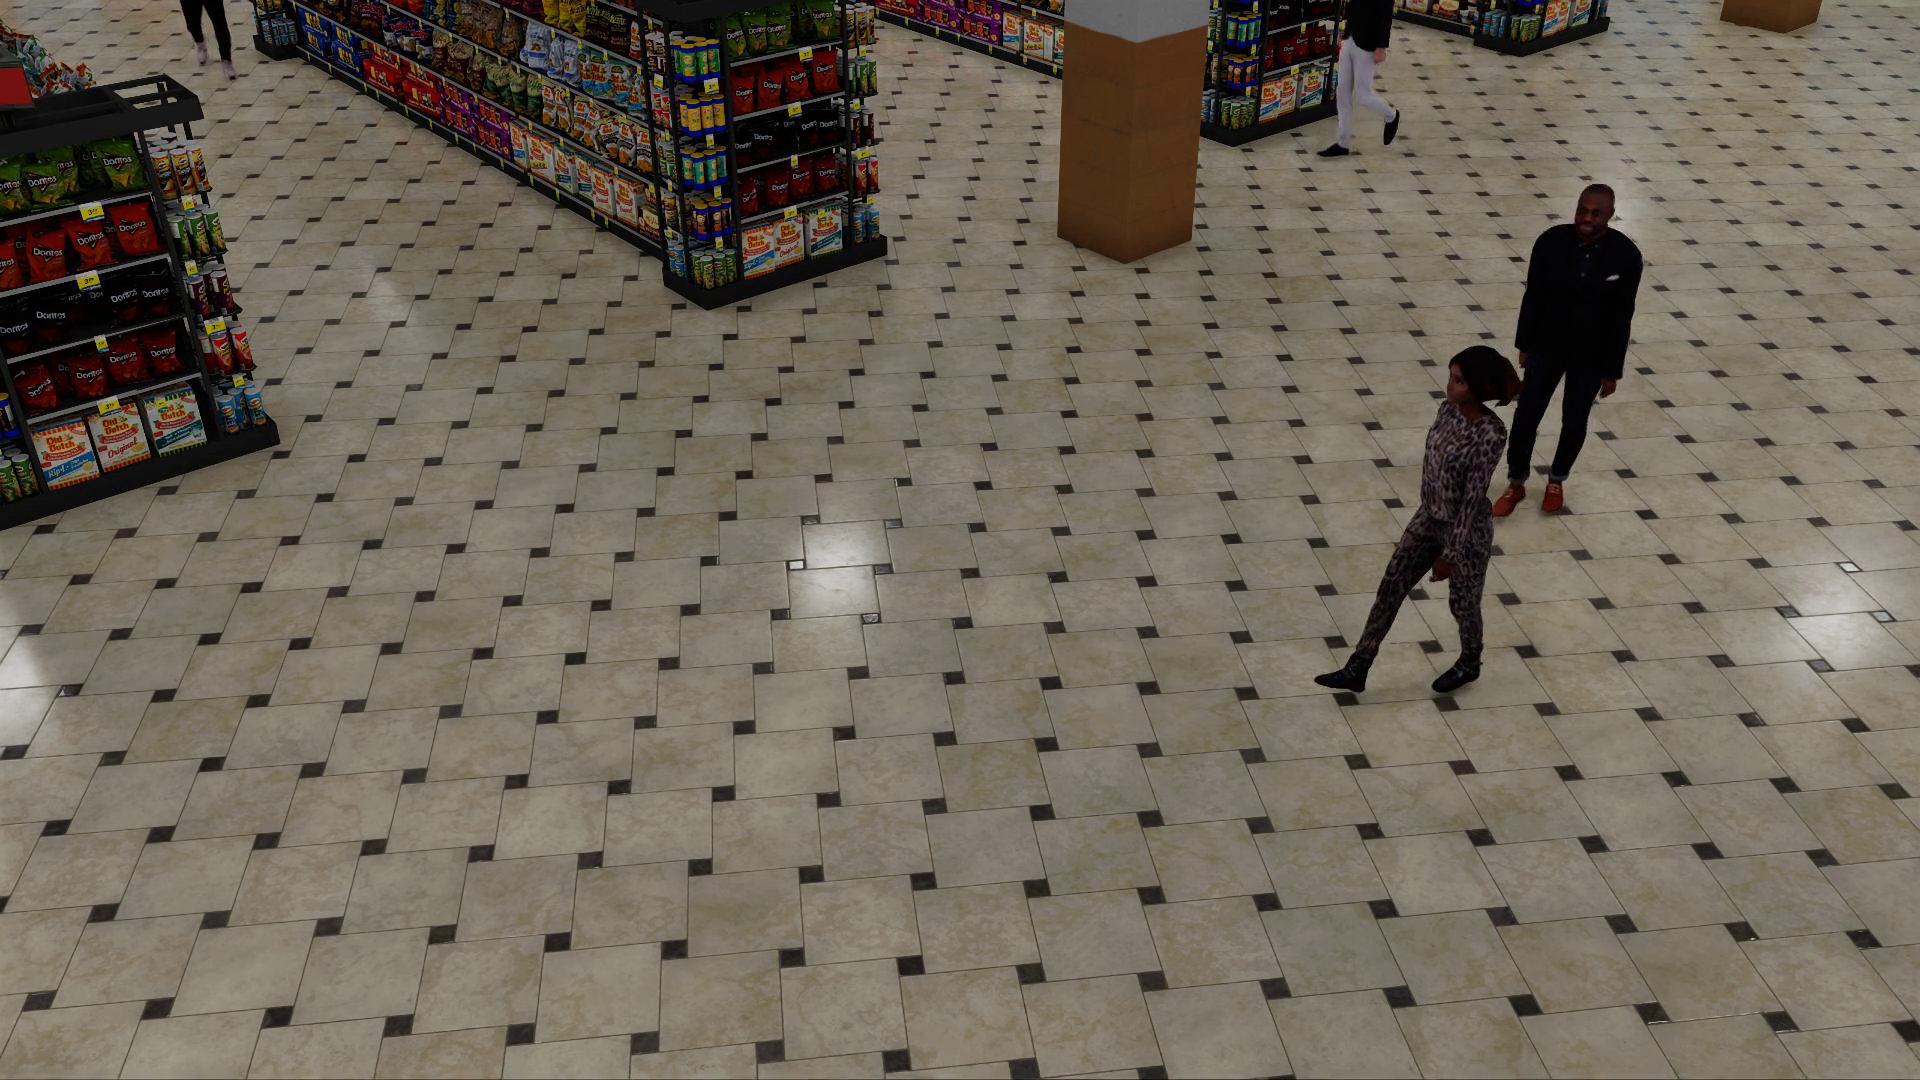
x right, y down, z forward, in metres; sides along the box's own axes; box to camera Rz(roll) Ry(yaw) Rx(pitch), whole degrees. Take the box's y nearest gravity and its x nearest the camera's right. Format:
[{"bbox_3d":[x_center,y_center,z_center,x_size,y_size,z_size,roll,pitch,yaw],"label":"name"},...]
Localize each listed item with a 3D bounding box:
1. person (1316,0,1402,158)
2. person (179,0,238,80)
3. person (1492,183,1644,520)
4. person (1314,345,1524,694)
[{"bbox_3d":[3.280,-3.939,13.225,0.892,1.822,0.985,-13,34,-20],"label":"person"},{"bbox_3d":[-7.044,-5.208,15.286,0.847,1.799,1.190,-14,35,-22],"label":"person"},{"bbox_3d":[3.135,-0.974,8.480,0.830,1.801,0.914,14,35,21],"label":"person"},{"bbox_3d":[2.170,-0.030,7.074,0.878,1.682,1.043,-12,34,-18],"label":"person"}]
